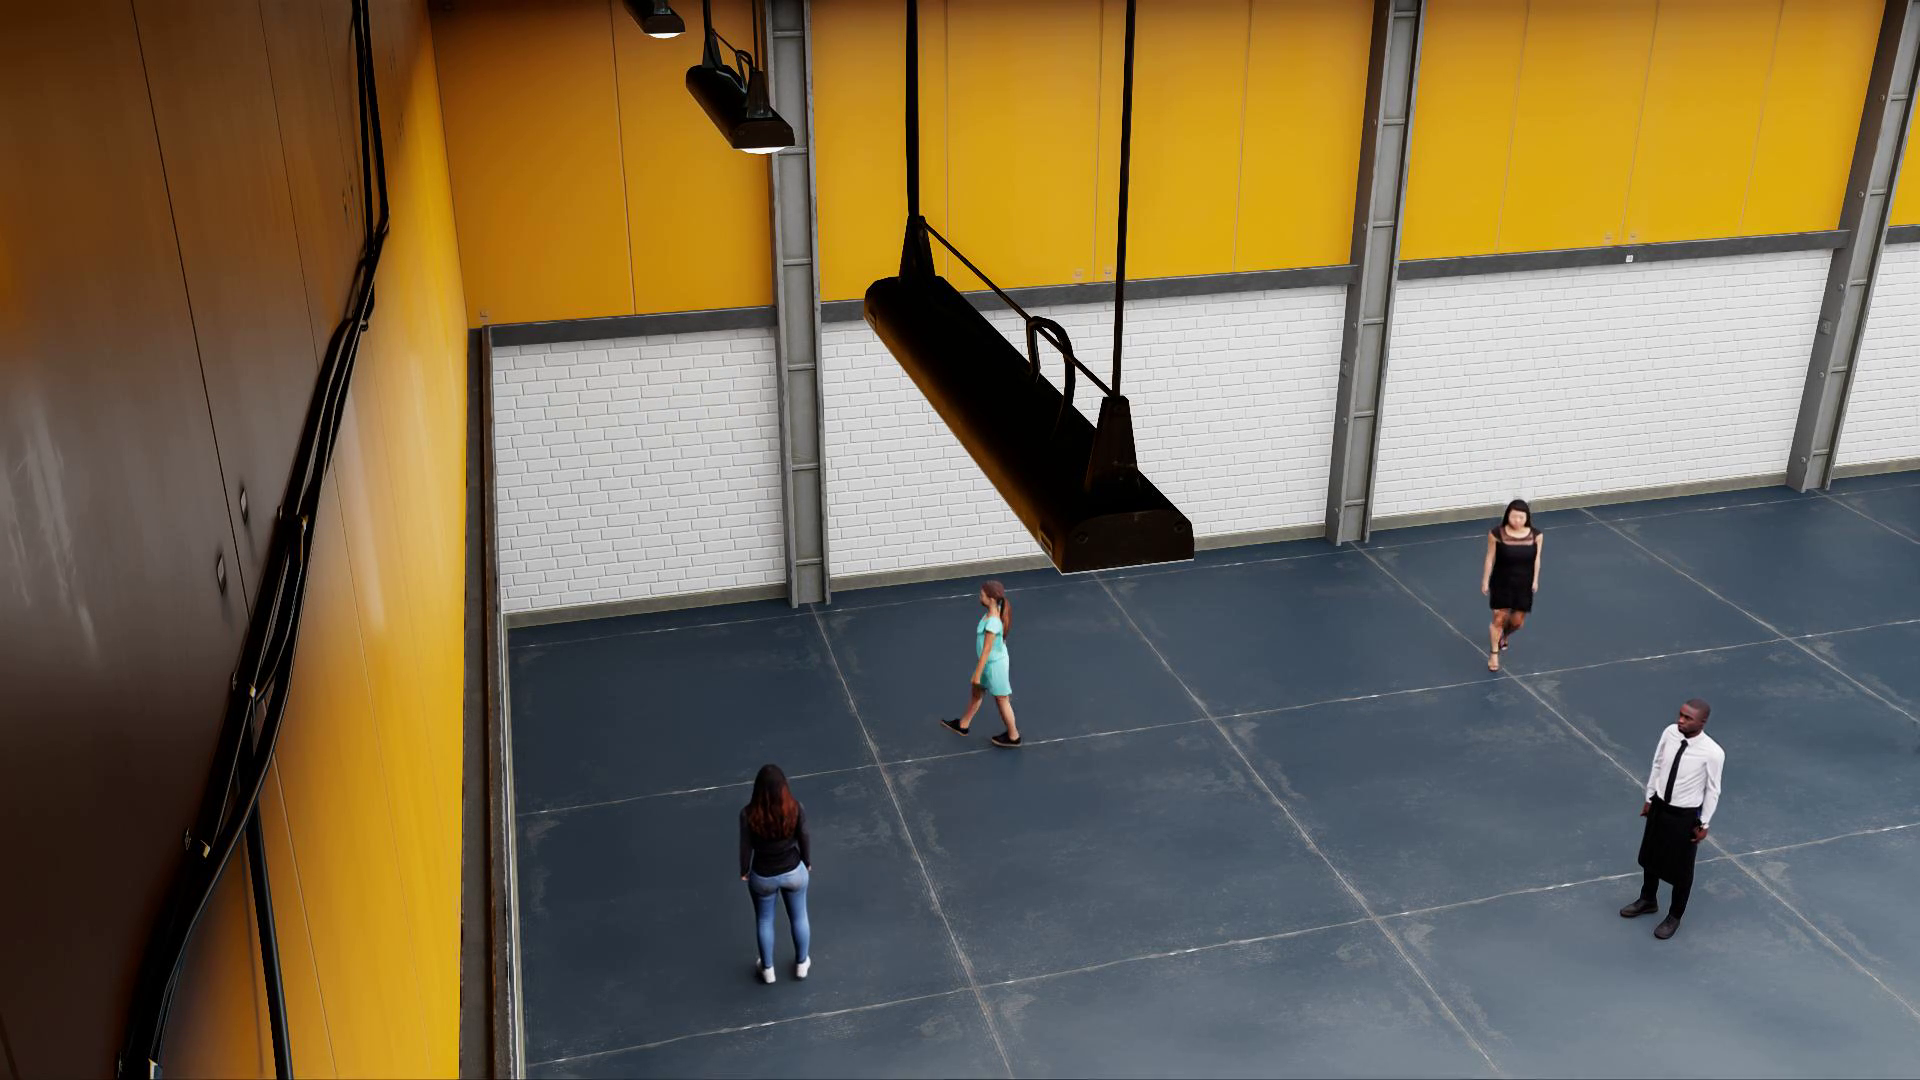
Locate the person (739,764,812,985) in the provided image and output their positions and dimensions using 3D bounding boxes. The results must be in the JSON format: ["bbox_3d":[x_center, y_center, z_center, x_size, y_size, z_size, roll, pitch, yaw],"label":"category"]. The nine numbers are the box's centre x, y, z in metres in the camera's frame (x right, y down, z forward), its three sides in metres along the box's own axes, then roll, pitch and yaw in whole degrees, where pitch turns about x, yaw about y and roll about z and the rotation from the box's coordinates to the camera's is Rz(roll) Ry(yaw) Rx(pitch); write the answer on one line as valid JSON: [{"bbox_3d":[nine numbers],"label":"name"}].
[{"bbox_3d":[-1.225,2.226,11.152,0.483,1.633,0.687,-5,24,-12],"label":"person"}]

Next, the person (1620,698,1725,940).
[{"bbox_3d":[5.017,1.912,11.618,0.639,1.834,0.704,-14,27,-29],"label":"person"}]

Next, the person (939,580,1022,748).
[{"bbox_3d":[0.360,1.063,13.935,1.024,1.534,0.813,4,24,10],"label":"person"}]

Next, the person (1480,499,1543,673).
[{"bbox_3d":[5.031,0.393,15.255,0.808,1.704,0.870,4,24,8],"label":"person"}]
